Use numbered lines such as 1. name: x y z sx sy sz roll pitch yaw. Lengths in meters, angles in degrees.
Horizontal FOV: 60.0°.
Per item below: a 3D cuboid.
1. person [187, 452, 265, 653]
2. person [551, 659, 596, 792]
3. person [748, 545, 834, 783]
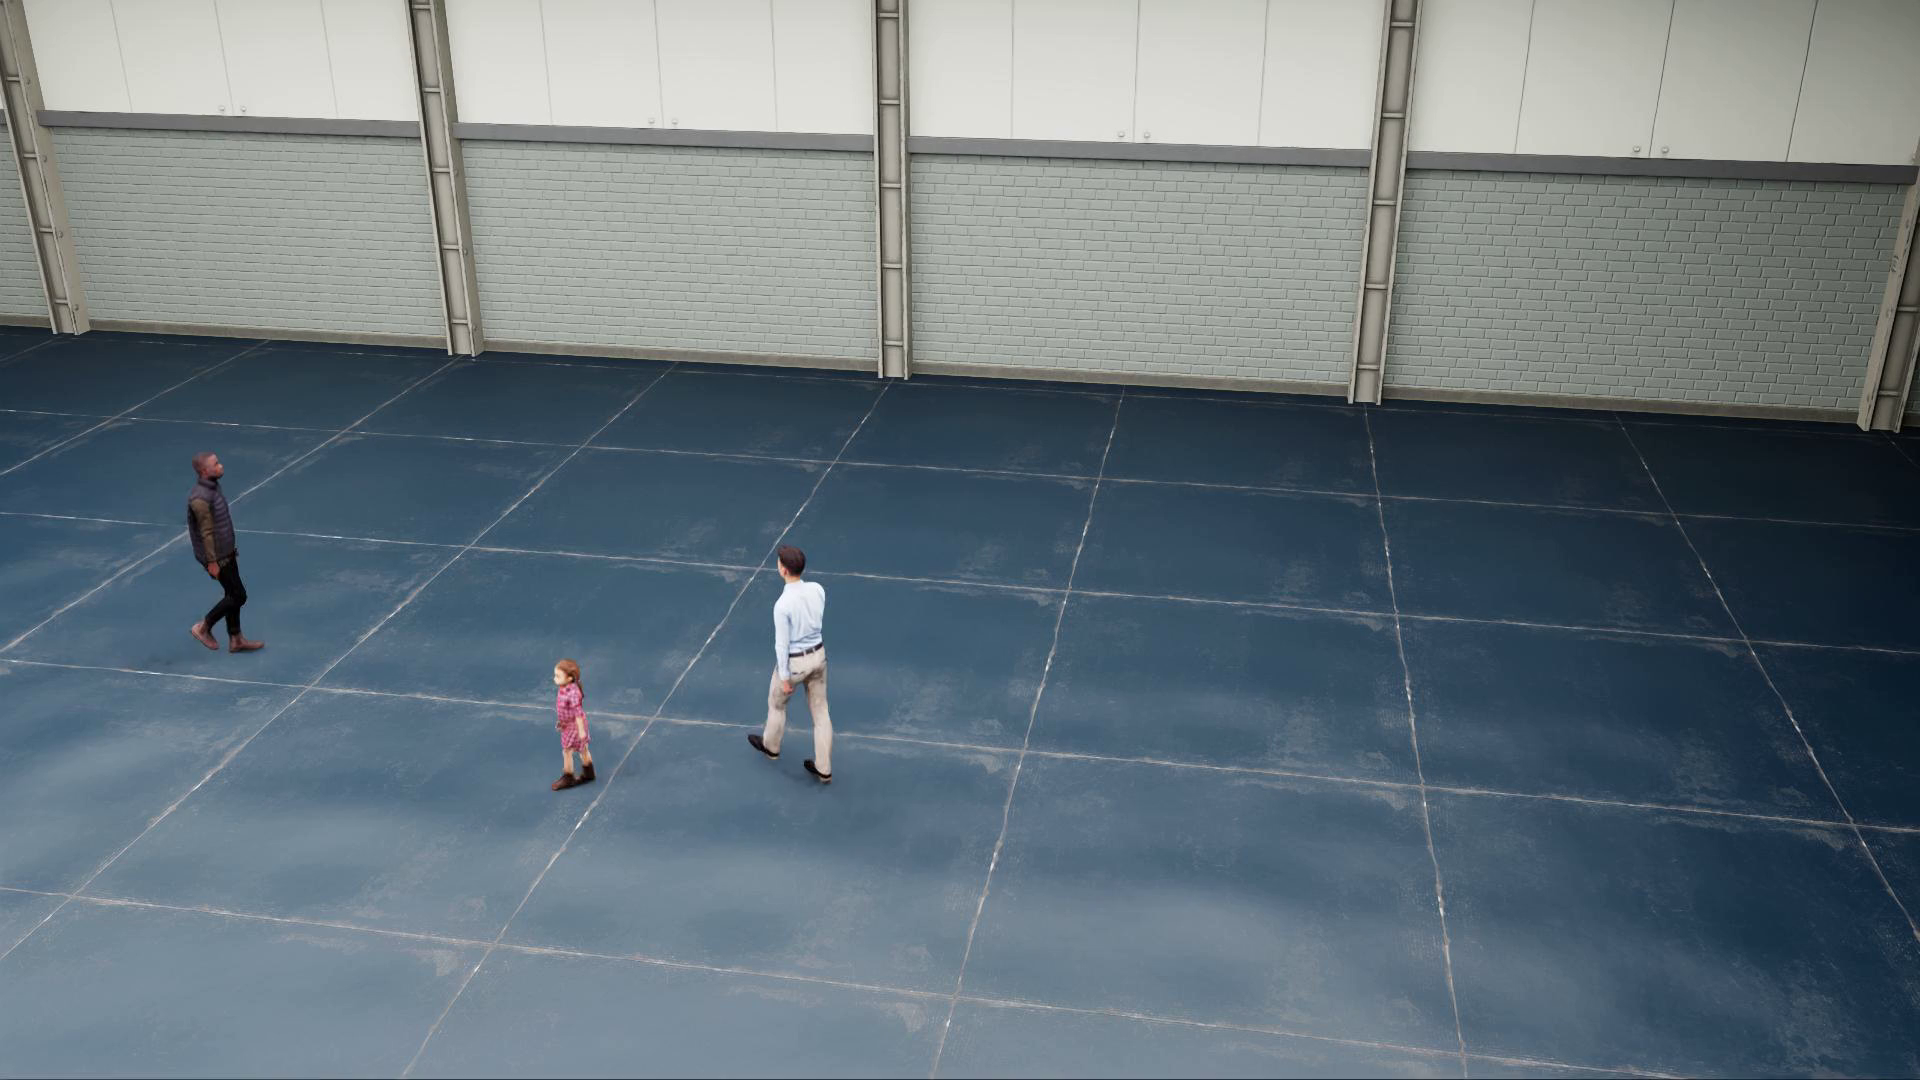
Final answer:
1. person: -6.342 0.140 14.047 0.912 1.825 0.861 -4 23 -8
2. person: -2.805 1.342 12.263 0.654 1.009 0.584 -12 26 -26
3. person: -1.105 0.944 12.163 1.014 1.819 1.125 -19 29 -37
